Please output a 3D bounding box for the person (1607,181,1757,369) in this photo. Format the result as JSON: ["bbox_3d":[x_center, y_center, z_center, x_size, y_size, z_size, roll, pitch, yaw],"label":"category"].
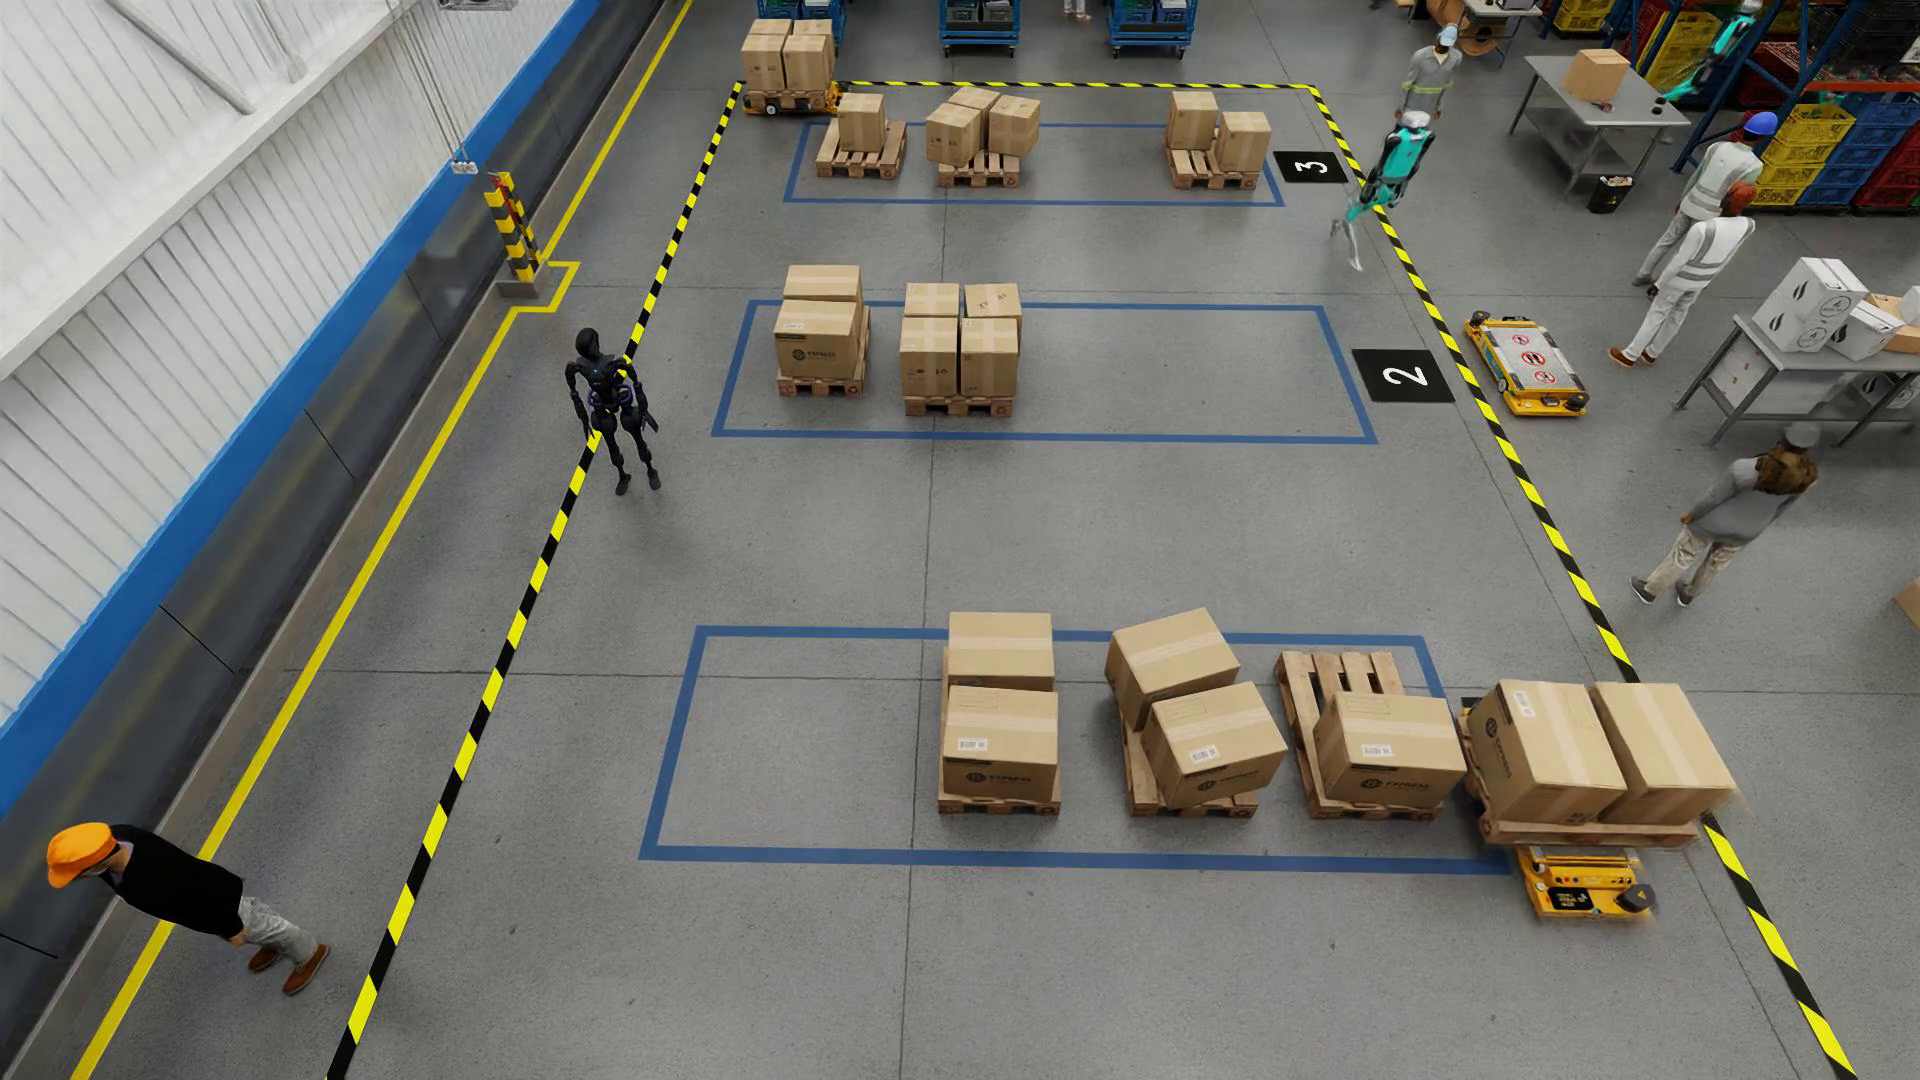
[{"bbox_3d":[6.772,-2.429,8.568,0.573,1.882,0.361,-5,49,-4],"label":"person"}]

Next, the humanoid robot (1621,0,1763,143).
[{"bbox_3d":[9.251,-5.988,11.780,0.895,1.831,0.557,25,54,20],"label":"humanoid robot"}]

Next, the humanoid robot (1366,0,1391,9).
[{"bbox_3d":[7.046,-9.580,14.910,0.741,1.625,0.586,-18,52,-15],"label":"humanoid robot"}]

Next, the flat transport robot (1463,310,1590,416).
[{"bbox_3d":[5.573,-1.757,9.054,0.659,0.231,1.431,1,49,1],"label":"flat transport robot"}]

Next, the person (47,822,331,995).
[{"bbox_3d":[-3.979,1.926,4.804,0.586,1.877,0.393,24,53,19],"label":"person"}]

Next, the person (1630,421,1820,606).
[{"bbox_3d":[5.583,-0.144,6.666,0.566,1.765,0.399,7,49,6],"label":"person"}]

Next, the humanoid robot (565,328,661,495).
[{"bbox_3d":[-2.808,-1.031,7.487,0.599,1.653,0.315,-8,50,-7],"label":"humanoid robot"}]

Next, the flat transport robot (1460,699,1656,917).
[{"bbox_3d":[3.893,1.717,6.029,0.652,0.197,1.431,1,49,1],"label":"flat transport robot"}]

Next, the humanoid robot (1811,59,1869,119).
[{"bbox_3d":[11.200,-5.771,11.584,1.078,1.757,0.578,18,52,15],"label":"humanoid robot"}]

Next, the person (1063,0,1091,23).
[{"bbox_3d":[1.901,-9.231,14.488,0.431,1.836,0.623,-32,56,-25],"label":"person"}]

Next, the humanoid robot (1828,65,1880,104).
[{"bbox_3d":[11.888,-6.286,12.037,0.692,1.846,0.530,-30,56,-24],"label":"humanoid robot"}]

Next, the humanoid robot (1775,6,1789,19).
[{"bbox_3d":[13.281,-8.772,14.234,0.589,1.631,0.819,1,49,1],"label":"humanoid robot"}]

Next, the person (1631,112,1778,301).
[{"bbox_3d":[7.593,-3.372,9.350,0.411,1.940,0.607,-9,50,-8],"label":"person"}]

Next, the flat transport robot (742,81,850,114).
[{"bbox_3d":[-2.308,-6.258,12.932,1.431,0.197,0.652,1,49,1],"label":"flat transport robot"}]

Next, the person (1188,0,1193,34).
[{"bbox_3d":[3.525,-8.808,14.071,0.660,1.909,0.485,-33,57,-25],"label":"person"}]

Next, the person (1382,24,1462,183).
[{"bbox_3d":[5.531,-5.212,11.002,0.588,1.846,0.407,0,49,0],"label":"person"}]

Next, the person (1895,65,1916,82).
[{"bbox_3d":[13.921,-7.381,12.778,0.680,2.000,0.924,18,52,15],"label":"person"}]

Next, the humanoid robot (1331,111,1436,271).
[{"bbox_3d":[4.430,-3.890,9.938,0.557,1.766,0.964,-12,50,-10],"label":"humanoid robot"}]

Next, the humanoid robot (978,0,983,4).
[{"bbox_3d":[0.482,-8.897,14.327,0.759,1.631,0.603,0,49,0],"label":"humanoid robot"}]
